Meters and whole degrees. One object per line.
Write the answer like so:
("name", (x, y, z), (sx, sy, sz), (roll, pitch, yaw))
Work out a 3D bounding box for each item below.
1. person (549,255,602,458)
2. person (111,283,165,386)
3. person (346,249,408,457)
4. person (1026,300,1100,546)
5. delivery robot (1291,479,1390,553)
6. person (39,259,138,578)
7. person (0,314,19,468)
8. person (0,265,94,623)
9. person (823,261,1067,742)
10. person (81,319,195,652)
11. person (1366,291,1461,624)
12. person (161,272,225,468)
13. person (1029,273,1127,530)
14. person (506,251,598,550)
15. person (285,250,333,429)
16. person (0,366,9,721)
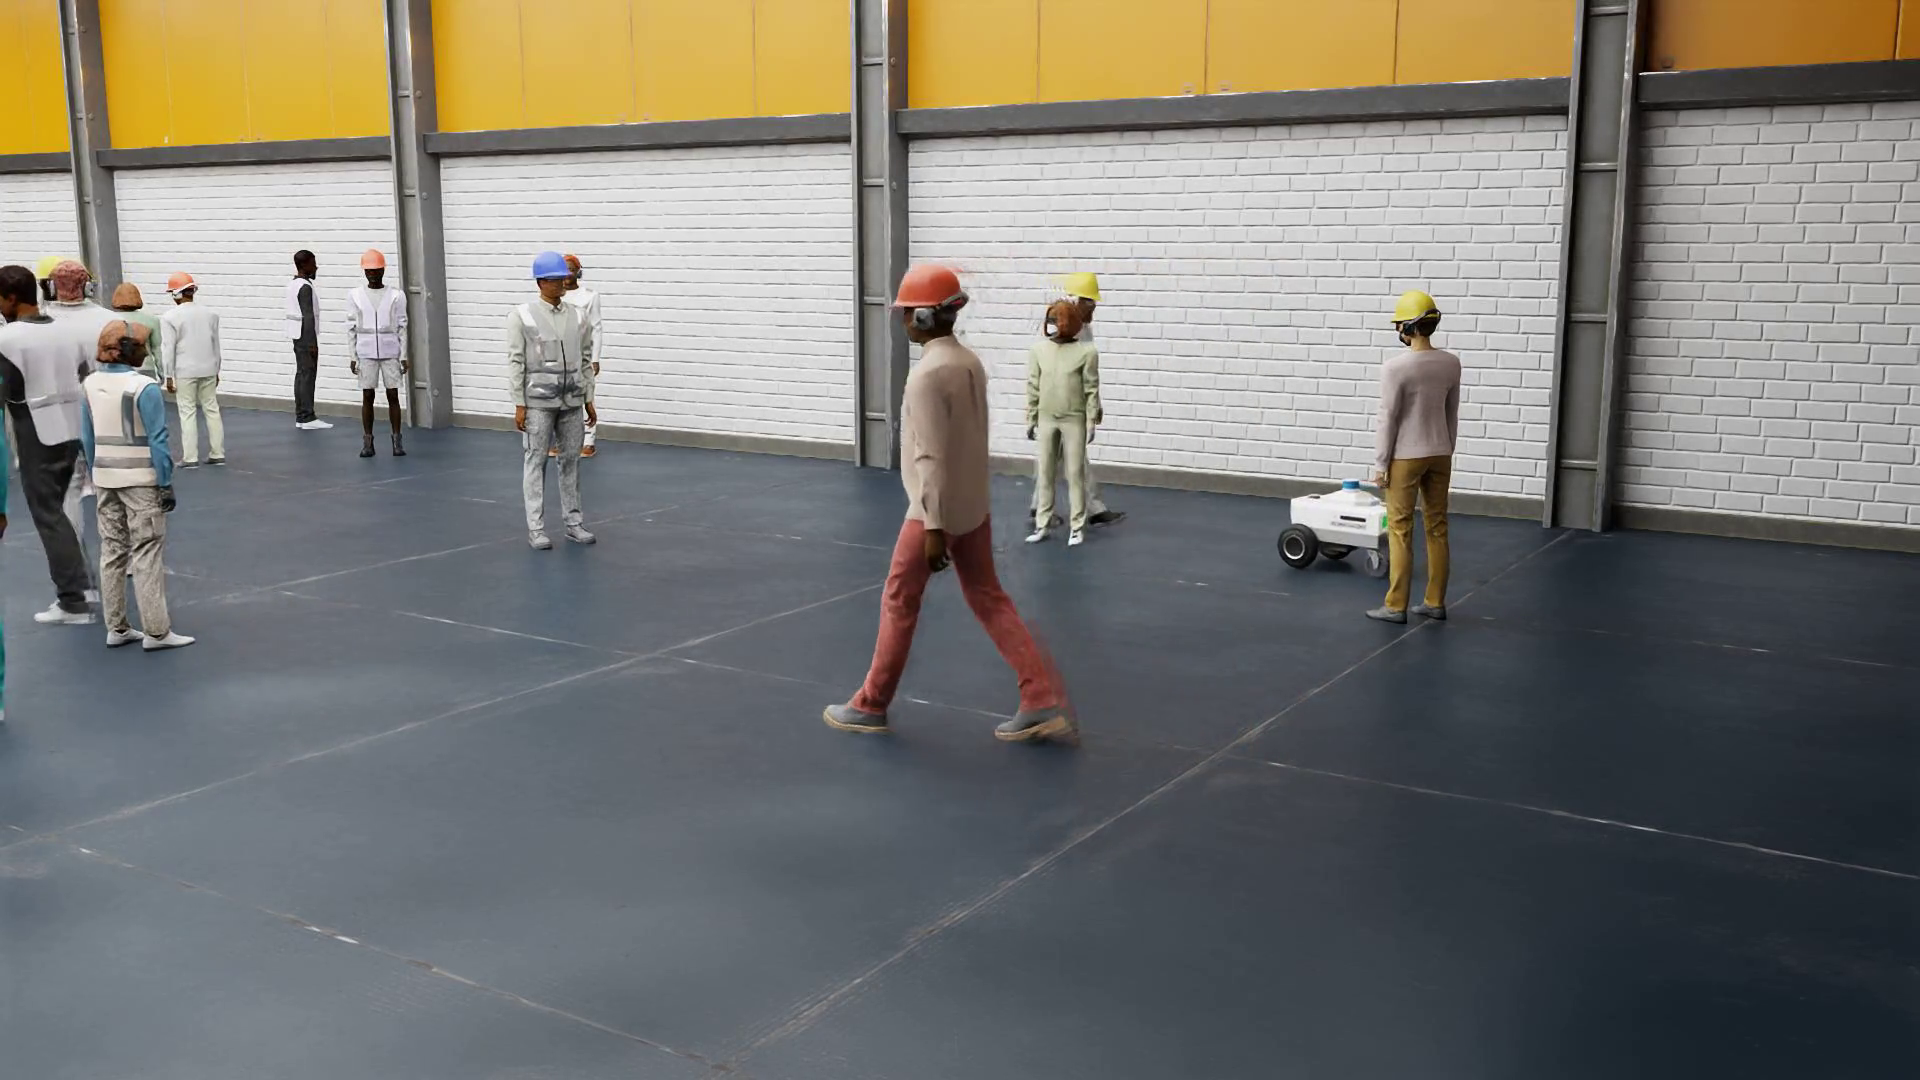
("person", (-3.615, -1.704, 15.508), (0.573, 1.885, 0.355), (2, 11, 13))
("person", (-7.526, -1.520, 15.173), (0.507, 1.635, 0.267), (-8, 13, -37))
("person", (-5.441, -1.742, 15.568), (0.544, 1.939, 0.354), (-3, 11, -17))
("person", (0.676, -0.774, 11.052), (0.502, 1.631, 0.286), (5, 11, 24))
("delivery robot", (2.398, -0.134, 10.219), (0.707, 0.478, 0.477), (10, 15, 44))
("person", (-5.205, -0.699, 9.878), (0.642, 1.909, 0.408), (-6, 12, -30))
("person", (-8.392, -1.464, 14.402), (0.543, 1.810, 1.014), (-3, 11, -15))
("person", (-4.844, -0.489, 8.758), (0.516, 1.890, 0.604), (2, 10, 10))
("person", (-0.029, -0.139, 6.687), (1.037, 1.946, 0.641), (5, 11, 24))
("person", (-4.092, -0.266, 8.216), (0.520, 1.638, 0.314), (4, 11, 23))
("person", (2.401, -0.431, 8.810), (0.524, 1.761, 0.339), (-5, 11, -25))
("person", (-6.860, -1.513, 14.838), (0.351, 1.744, 0.567), (6, 12, 31))
("person", (0.869, -0.964, 11.668), (0.884, 1.785, 0.604), (5, 11, 26))
("person", (-2.686, -0.922, 10.990), (0.607, 1.951, 0.379), (-9, 13, -40))
("person", (-7.051, -2.153, 17.901), (0.372, 1.916, 0.596), (-7, 12, -33))
("person", (-4.203, -0.149, 6.836), (0.394, 1.913, 0.592), (7, 12, 33))
